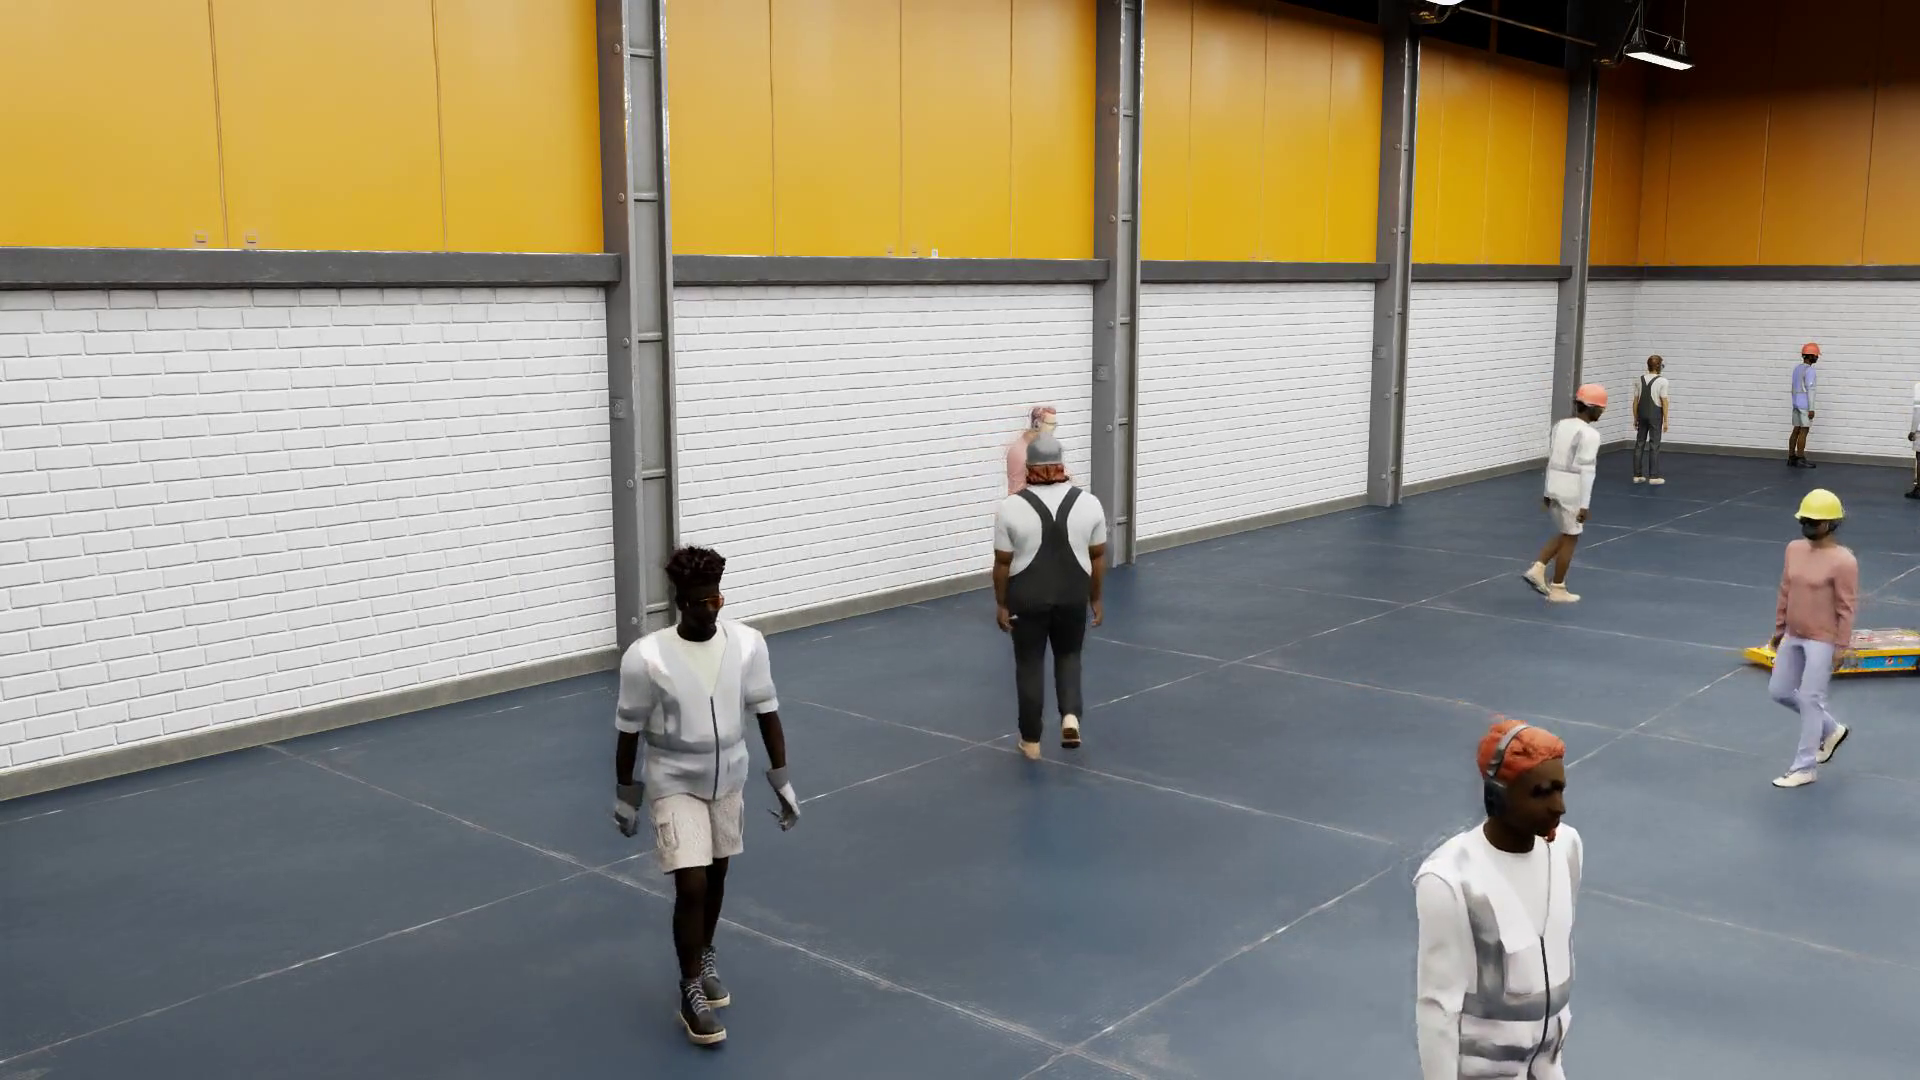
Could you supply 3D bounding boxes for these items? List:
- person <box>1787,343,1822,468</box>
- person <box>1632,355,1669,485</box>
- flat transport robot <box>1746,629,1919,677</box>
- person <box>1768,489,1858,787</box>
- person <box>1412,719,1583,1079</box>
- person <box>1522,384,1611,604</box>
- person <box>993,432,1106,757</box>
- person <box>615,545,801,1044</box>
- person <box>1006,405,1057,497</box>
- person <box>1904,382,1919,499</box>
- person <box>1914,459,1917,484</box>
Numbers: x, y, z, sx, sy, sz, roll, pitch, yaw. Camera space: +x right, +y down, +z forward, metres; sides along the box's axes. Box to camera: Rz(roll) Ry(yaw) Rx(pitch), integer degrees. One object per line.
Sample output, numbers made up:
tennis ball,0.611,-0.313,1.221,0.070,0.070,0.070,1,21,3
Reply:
person,13.094,-2.081,25.746,0.362,1.935,0.553,0,9,1
person,9.850,-1.712,23.726,0.329,1.842,0.509,-7,11,-36
flat transport robot,6.802,0.847,12.581,1.431,0.197,0.652,-1,9,-9
person,5.009,0.565,9.698,0.521,1.750,0.543,-2,9,-14
person,1.450,1.390,4.202,0.616,1.852,0.824,-5,10,-29
person,5.527,-0.409,15.029,0.591,2.010,0.641,-2,9,-11
person,0.530,0.331,10.282,0.705,2.000,0.538,-1,9,-8
person,-0.984,0.979,6.546,0.637,1.933,0.778,-6,11,-34
person,0.597,-0.225,14.263,0.521,1.881,0.667,7,12,38
person,12.878,-1.501,22.113,0.553,1.934,0.364,-1,9,-6
person,13.802,-1.696,23.554,0.309,1.866,0.534,-3,10,-18
